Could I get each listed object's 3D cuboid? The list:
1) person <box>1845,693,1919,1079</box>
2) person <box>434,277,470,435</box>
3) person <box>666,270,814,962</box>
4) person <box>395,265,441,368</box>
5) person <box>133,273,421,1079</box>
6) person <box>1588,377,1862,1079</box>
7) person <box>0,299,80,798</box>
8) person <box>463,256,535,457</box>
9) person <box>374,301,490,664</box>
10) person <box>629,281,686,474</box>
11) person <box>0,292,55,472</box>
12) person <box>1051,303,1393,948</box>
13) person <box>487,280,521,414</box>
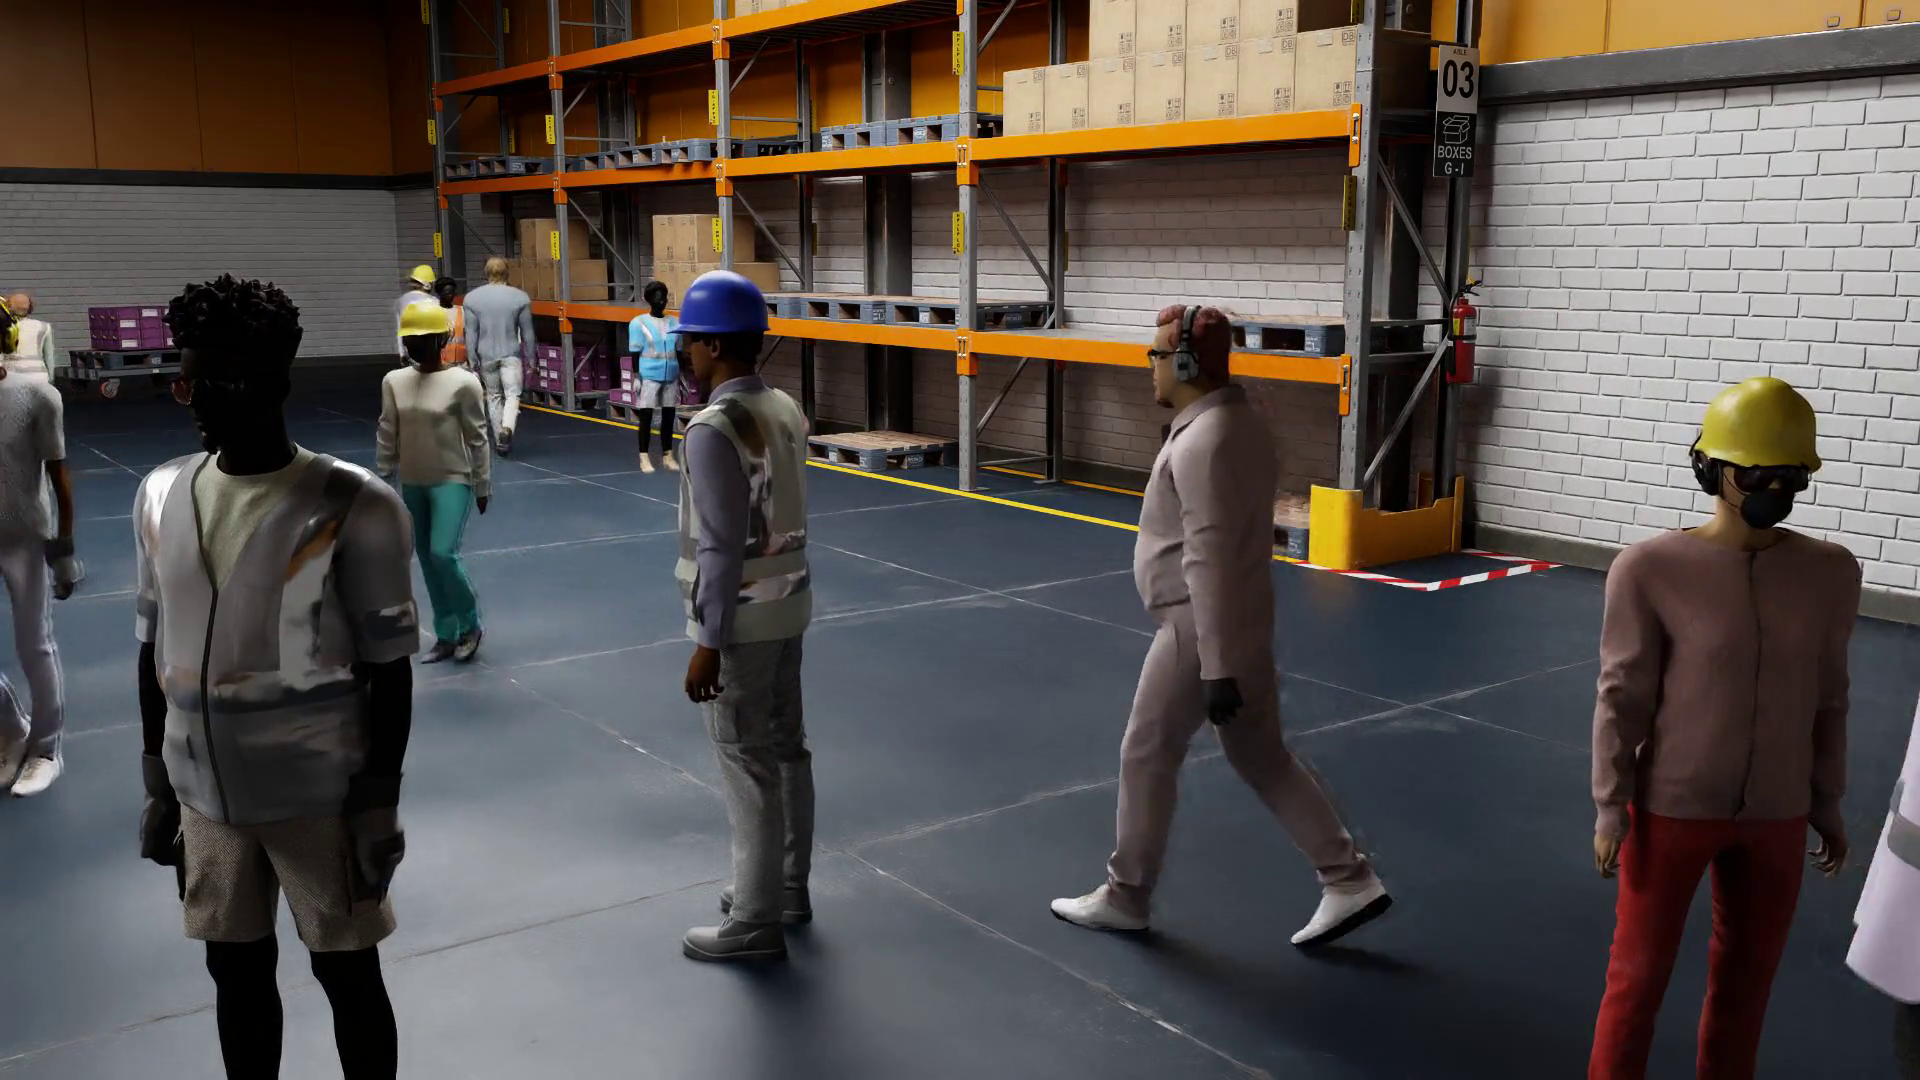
[{"bbox_3d":[1.458,0.655,2.471,0.777,1.889,0.613,6,12,29],"label":"person"},{"bbox_3d":[-5.225,-1.838,16.990,0.534,1.687,0.320,-10,14,-44],"label":"person"},{"bbox_3d":[-0.619,0.220,4.714,0.406,1.947,0.607,3,10,15],"label":"person"},{"bbox_3d":[-5.787,-2.028,17.739,0.593,1.804,0.812,5,11,26],"label":"person"},{"bbox_3d":[-1.350,0.470,3.266,0.605,1.966,0.367,2,10,13],"label":"person"},{"bbox_3d":[1.546,0.553,3.369,0.534,1.765,0.323,-1,10,-4],"label":"person"},{"bbox_3d":[-3.471,0.031,6.036,0.548,1.853,0.442,-1,10,-3],"label":"person"},{"bbox_3d":[-4.348,-1.722,15.714,0.639,1.912,0.900,-2,10,-9],"label":"person"},{"bbox_3d":[-2.533,-0.260,7.962,0.531,1.754,0.396,4,11,20],"label":"person"},{"bbox_3d":[-2.667,-1.435,14.691,0.540,1.697,0.318,-8,13,-38],"label":"person"},{"bbox_3d":[-8.282,-1.403,14.765,0.507,1.603,0.804,-7,12,-35],"label":"person"},{"bbox_3d":[0.782,0.262,4.748,0.937,1.866,0.664,4,11,23],"label":"person"},{"bbox_3d":[-5.407,-2.280,19.625,0.497,1.629,0.277,-9,14,-42],"label":"person"}]
